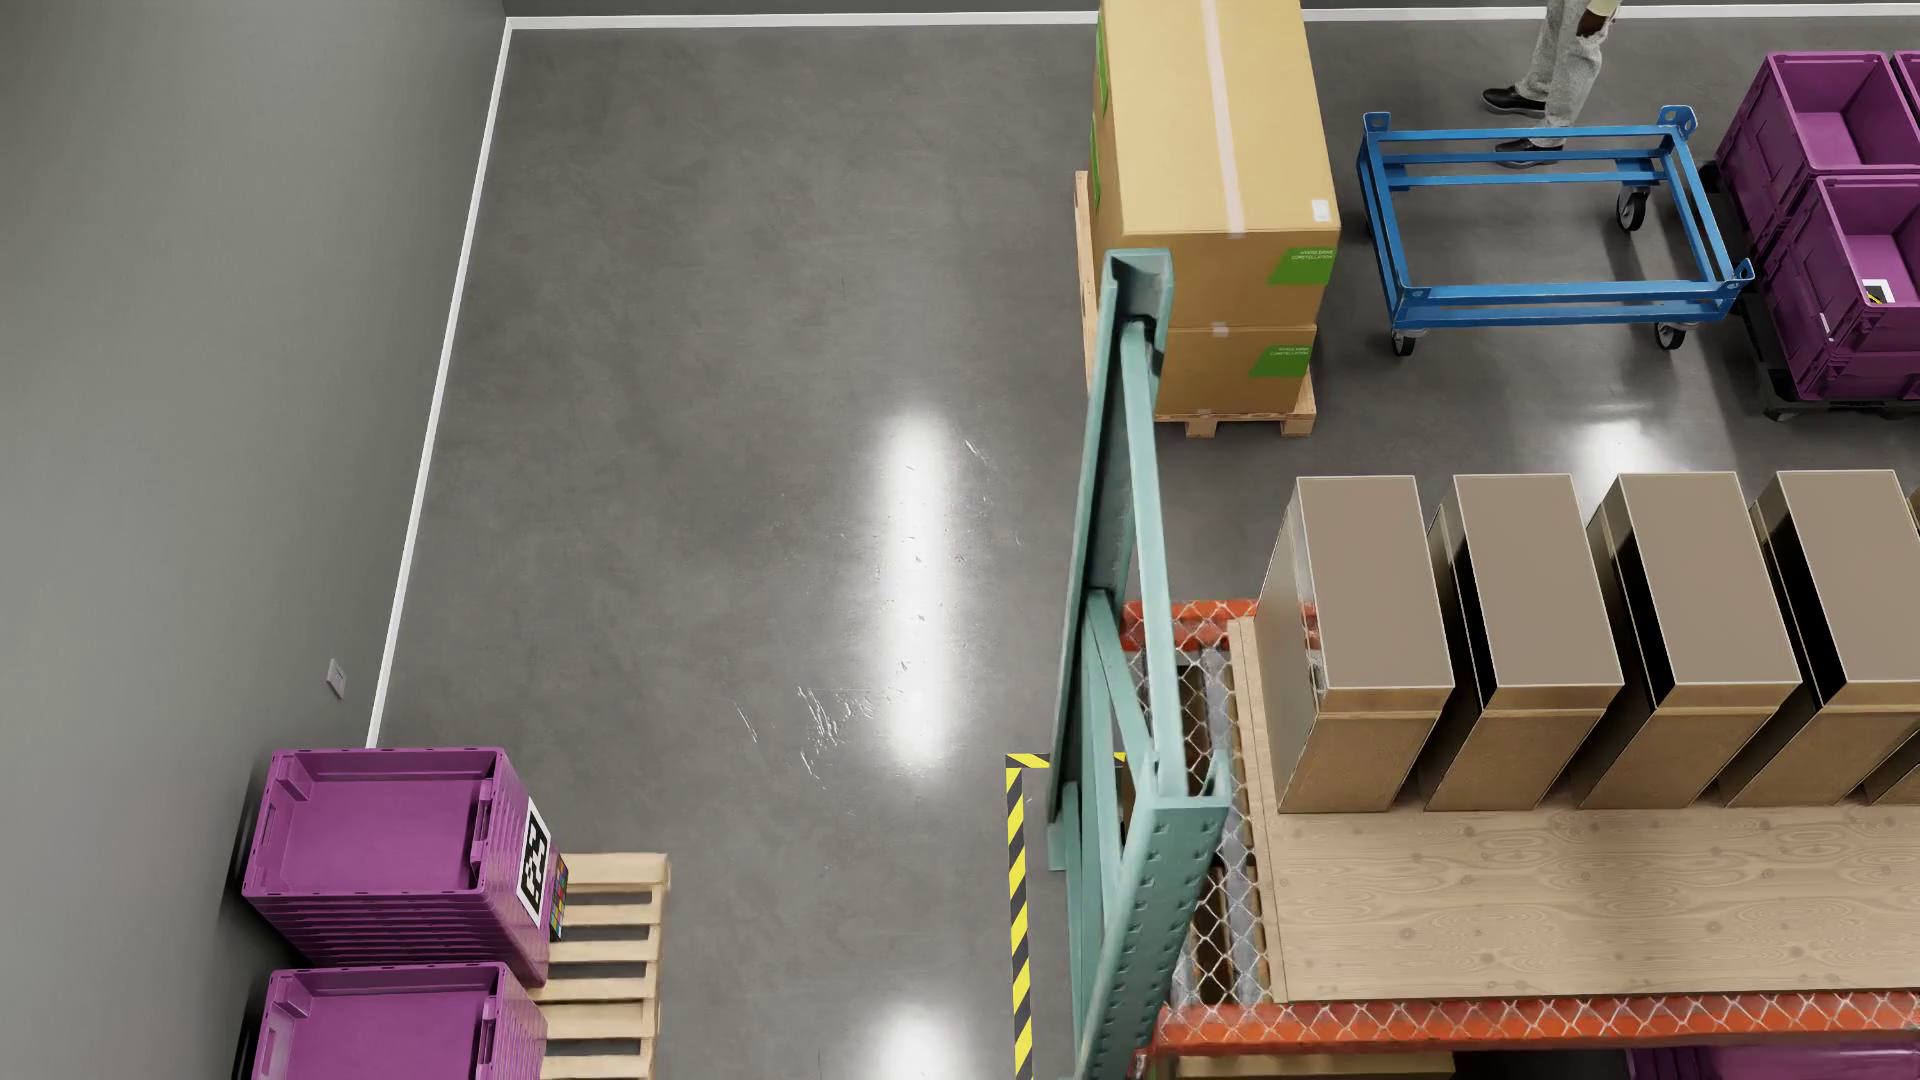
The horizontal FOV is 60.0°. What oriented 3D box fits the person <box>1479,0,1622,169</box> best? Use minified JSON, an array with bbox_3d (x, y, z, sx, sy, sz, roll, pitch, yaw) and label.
[{"bbox_3d":[2.309,-2.143,6.076,0.404,1.833,0.592,3,58,2],"label":"person"}]
